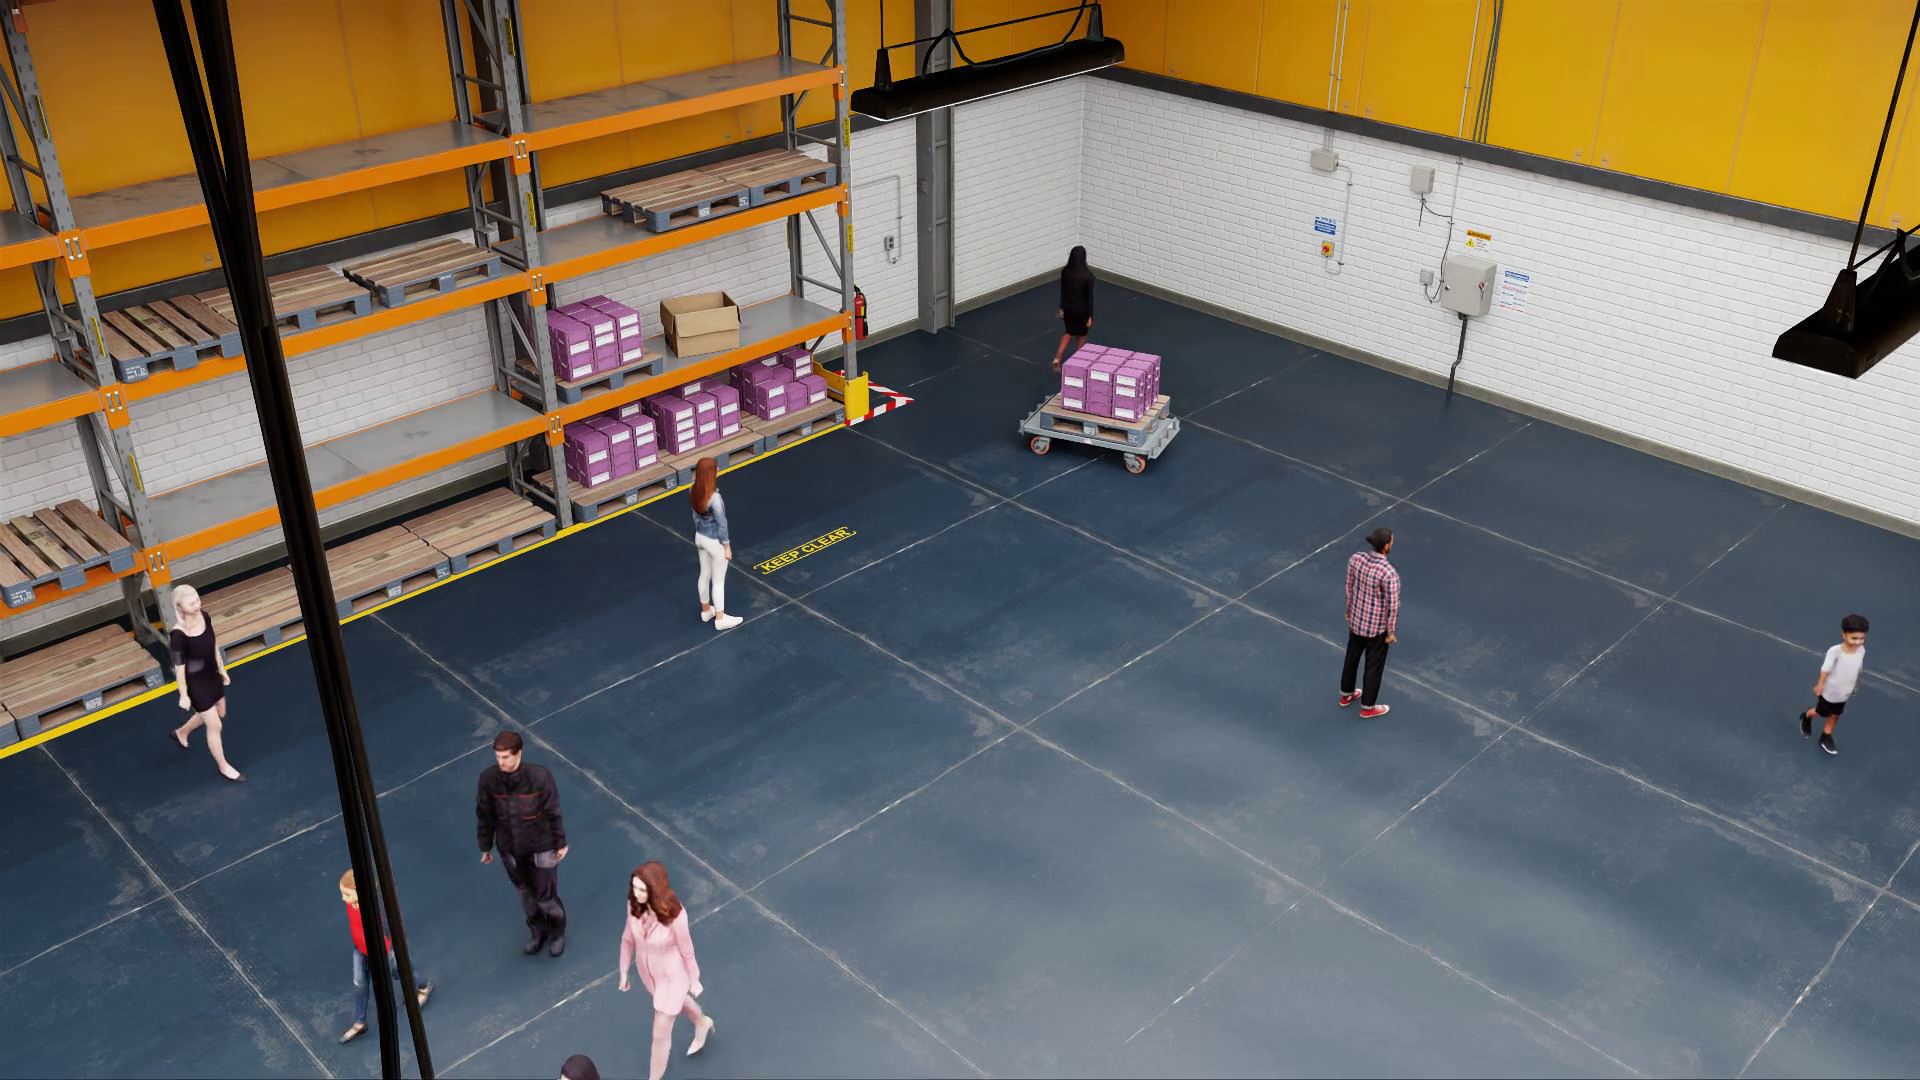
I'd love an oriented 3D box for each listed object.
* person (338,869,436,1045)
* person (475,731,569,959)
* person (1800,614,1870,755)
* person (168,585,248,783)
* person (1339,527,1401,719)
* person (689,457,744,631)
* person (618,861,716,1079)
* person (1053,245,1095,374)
[{"bbox_3d":[-3.776,2.647,10.901,0.562,1.284,0.931,20,35,32],"label":"person"},{"bbox_3d":[-2.945,2.035,11.451,0.850,1.831,0.874,4,29,7],"label":"person"},{"bbox_3d":[7.203,1.140,13.700,0.669,1.248,0.715,-3,29,-6],"label":"person"},{"bbox_3d":[-6.065,1.133,13.130,0.966,1.807,0.984,4,29,8],"label":"person"},{"bbox_3d":[3.457,0.678,14.012,0.619,1.760,0.711,-21,35,-33],"label":"person"},{"bbox_3d":[-2.293,0.021,15.279,0.512,1.702,0.619,-24,37,-37],"label":"person"},{"bbox_3d":[-1.786,2.671,10.370,0.838,1.751,1.186,16,32,27],"label":"person"},{"bbox_3d":[1.373,-2.756,20.364,0.683,1.707,0.892,21,35,33],"label":"person"}]
